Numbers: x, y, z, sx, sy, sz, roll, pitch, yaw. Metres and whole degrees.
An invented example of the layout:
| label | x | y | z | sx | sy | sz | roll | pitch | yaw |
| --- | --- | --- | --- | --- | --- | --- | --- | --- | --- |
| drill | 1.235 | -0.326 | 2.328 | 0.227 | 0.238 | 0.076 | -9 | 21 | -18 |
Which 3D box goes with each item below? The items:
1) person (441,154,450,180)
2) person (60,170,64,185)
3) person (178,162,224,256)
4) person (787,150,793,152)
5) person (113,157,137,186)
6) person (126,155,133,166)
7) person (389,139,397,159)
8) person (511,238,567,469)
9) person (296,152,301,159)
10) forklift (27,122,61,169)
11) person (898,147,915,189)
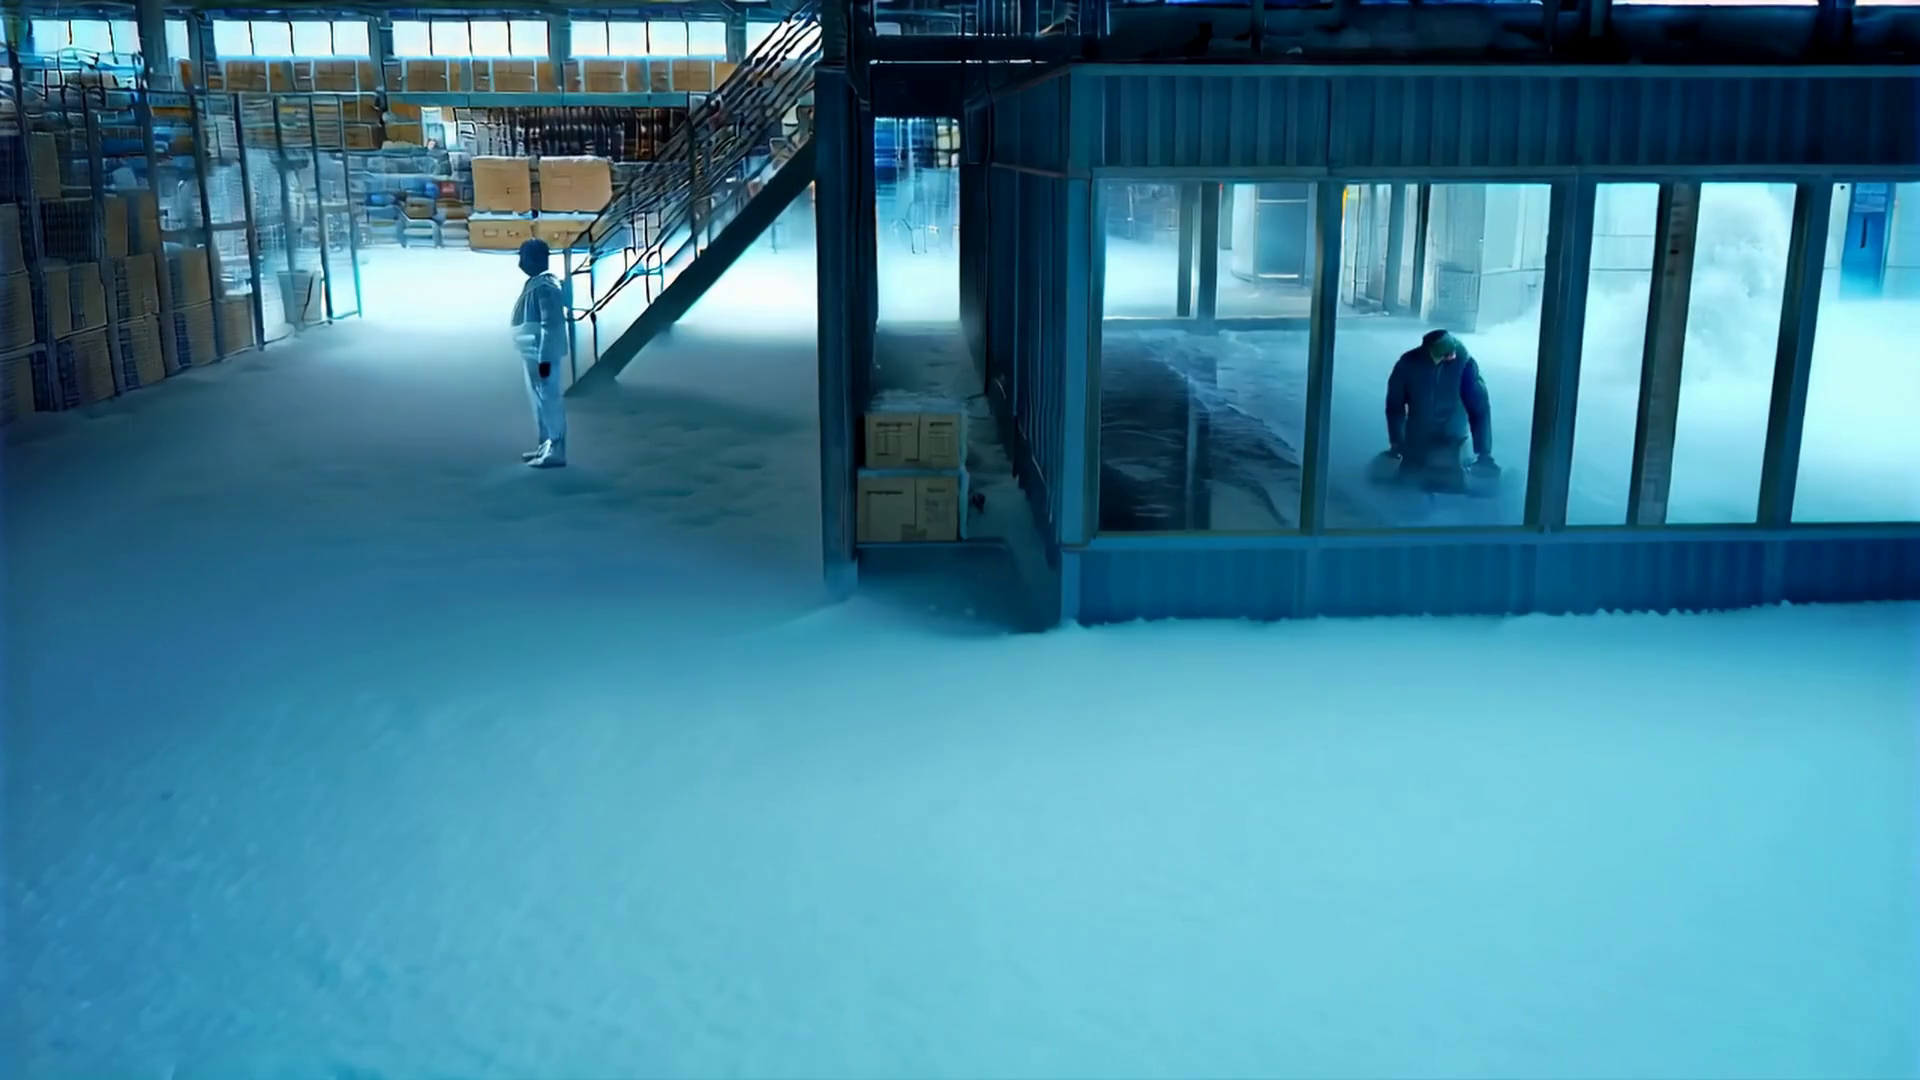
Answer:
| label | x | y | z | sx | sy | sz | roll | pitch | yaw |
| --- | --- | --- | --- | --- | --- | --- | --- | --- | --- |
| person | -17.146 | -12.011 | 55.594 | 0.304 | 1.771 | 0.532 | -2 | 14 | -9 |
| person | -17.719 | -6.378 | 32.906 | 0.499 | 1.861 | 0.327 | 13 | 19 | 43 |
| person | -15.473 | -6.573 | 33.422 | 1.042 | 1.994 | 0.632 | -9 | 17 | -32 |
| person | -7.527 | -16.737 | 74.202 | 0.408 | 1.908 | 0.641 | 3 | 14 | 12 |
| person | -24.061 | -10.119 | 47.941 | 0.598 | 1.812 | 0.714 | 0 | 14 | -2 |
| person | -35.313 | -15.822 | 70.506 | 0.657 | 1.925 | 0.494 | 3 | 14 | 11 |
| person | -27.967 | -18.770 | 82.145 | 0.616 | 1.997 | 0.373 | 13 | 19 | 41 |
| person | -3.400 | -1.508 | 13.461 | 0.429 | 1.846 | 0.632 | -6 | 15 | -22 |
| person | -25.313 | -14.003 | 63.728 | 0.539 | 1.685 | 0.330 | 4 | 15 | 15 |
| forklift | -35.376 | -14.773 | 64.377 | 1.129 | 2.768 | 1.873 | -1 | 14 | -2 |
| person | -2.302 | -15.882 | 71.024 | 0.882 | 1.801 | 0.606 | 9 | 17 | 33 |
